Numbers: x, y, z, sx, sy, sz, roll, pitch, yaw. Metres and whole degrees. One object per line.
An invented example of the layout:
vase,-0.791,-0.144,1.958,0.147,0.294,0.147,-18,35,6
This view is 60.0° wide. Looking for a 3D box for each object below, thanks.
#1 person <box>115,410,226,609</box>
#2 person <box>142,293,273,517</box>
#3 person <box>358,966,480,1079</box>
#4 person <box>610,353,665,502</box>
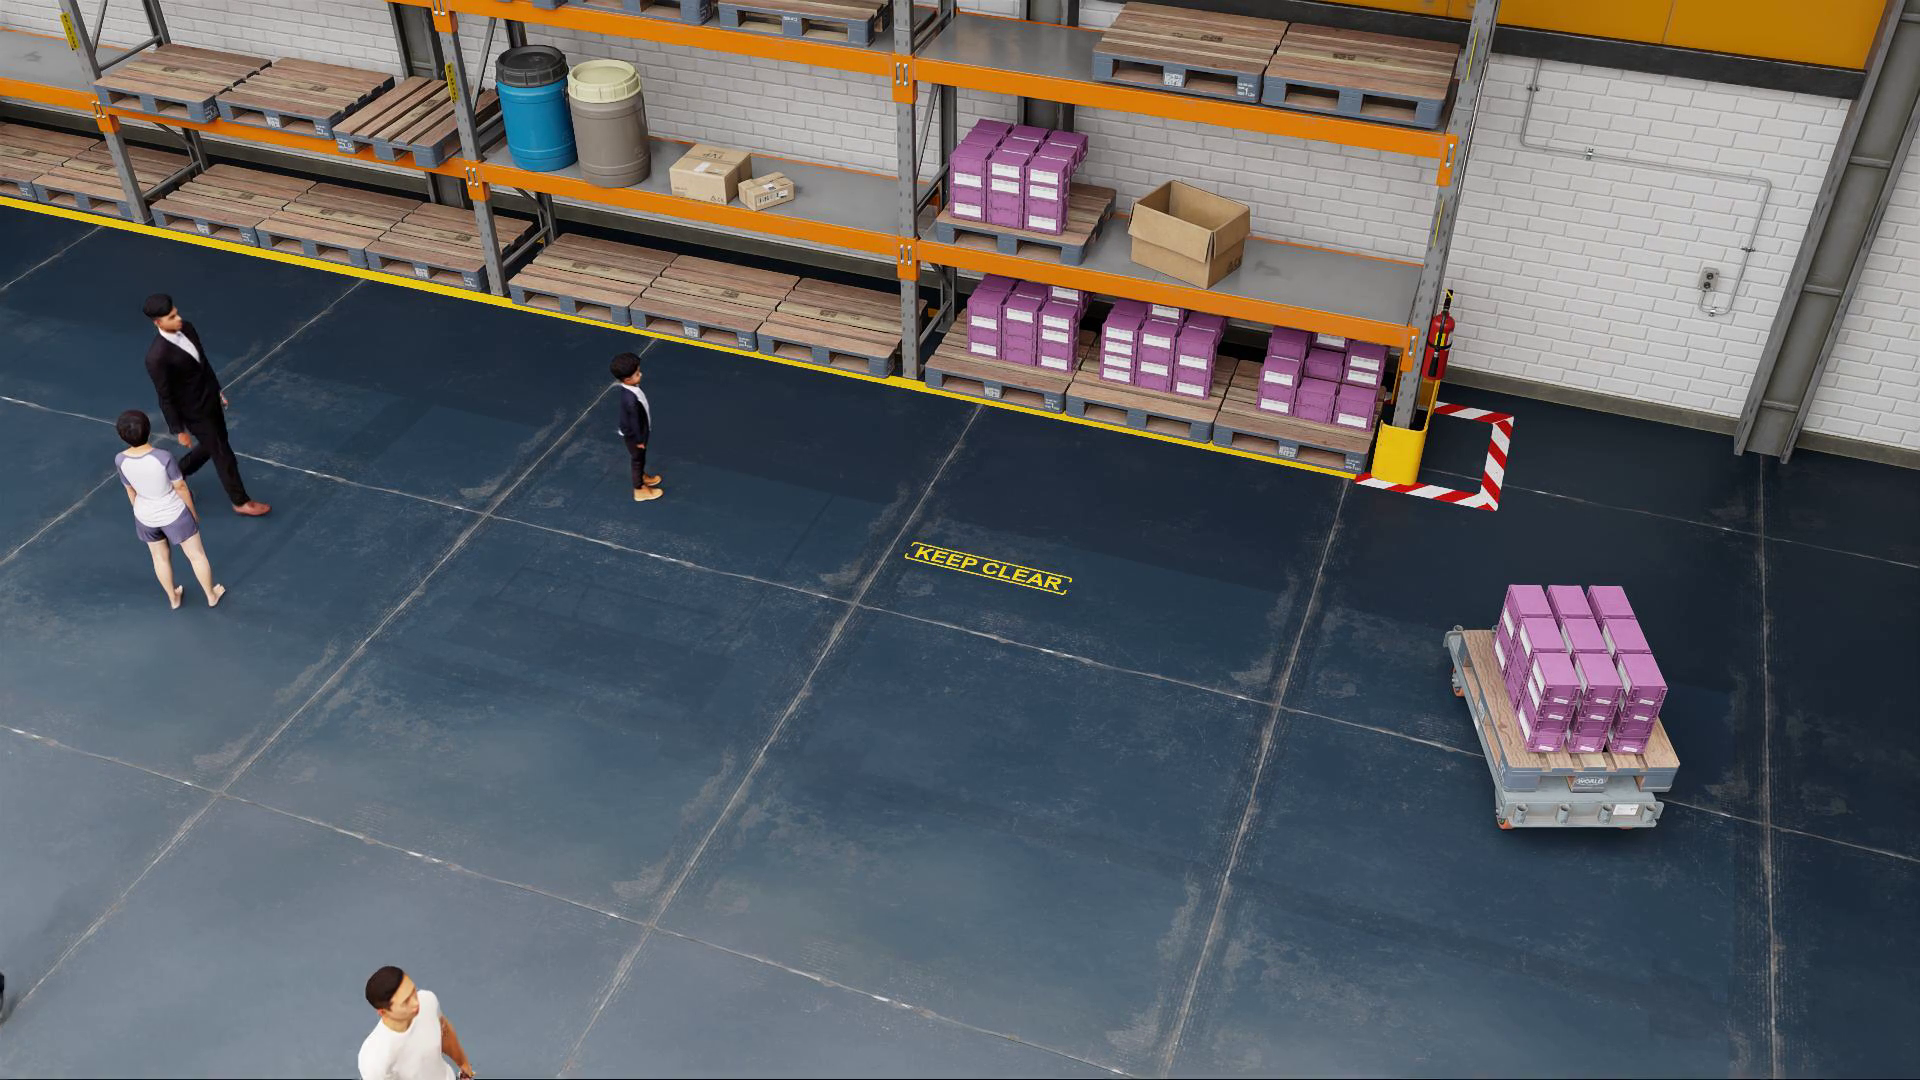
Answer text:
person,-5.389,-0.198,11.247,0.591,1.562,0.700,-3,39,-3
person,-5.563,-0.967,11.968,1.132,1.863,0.907,2,39,3
person,-2.532,2.552,7.619,0.635,1.792,0.672,10,40,13
person,-2.415,-0.843,12.325,0.600,1.224,0.573,-5,39,-6
